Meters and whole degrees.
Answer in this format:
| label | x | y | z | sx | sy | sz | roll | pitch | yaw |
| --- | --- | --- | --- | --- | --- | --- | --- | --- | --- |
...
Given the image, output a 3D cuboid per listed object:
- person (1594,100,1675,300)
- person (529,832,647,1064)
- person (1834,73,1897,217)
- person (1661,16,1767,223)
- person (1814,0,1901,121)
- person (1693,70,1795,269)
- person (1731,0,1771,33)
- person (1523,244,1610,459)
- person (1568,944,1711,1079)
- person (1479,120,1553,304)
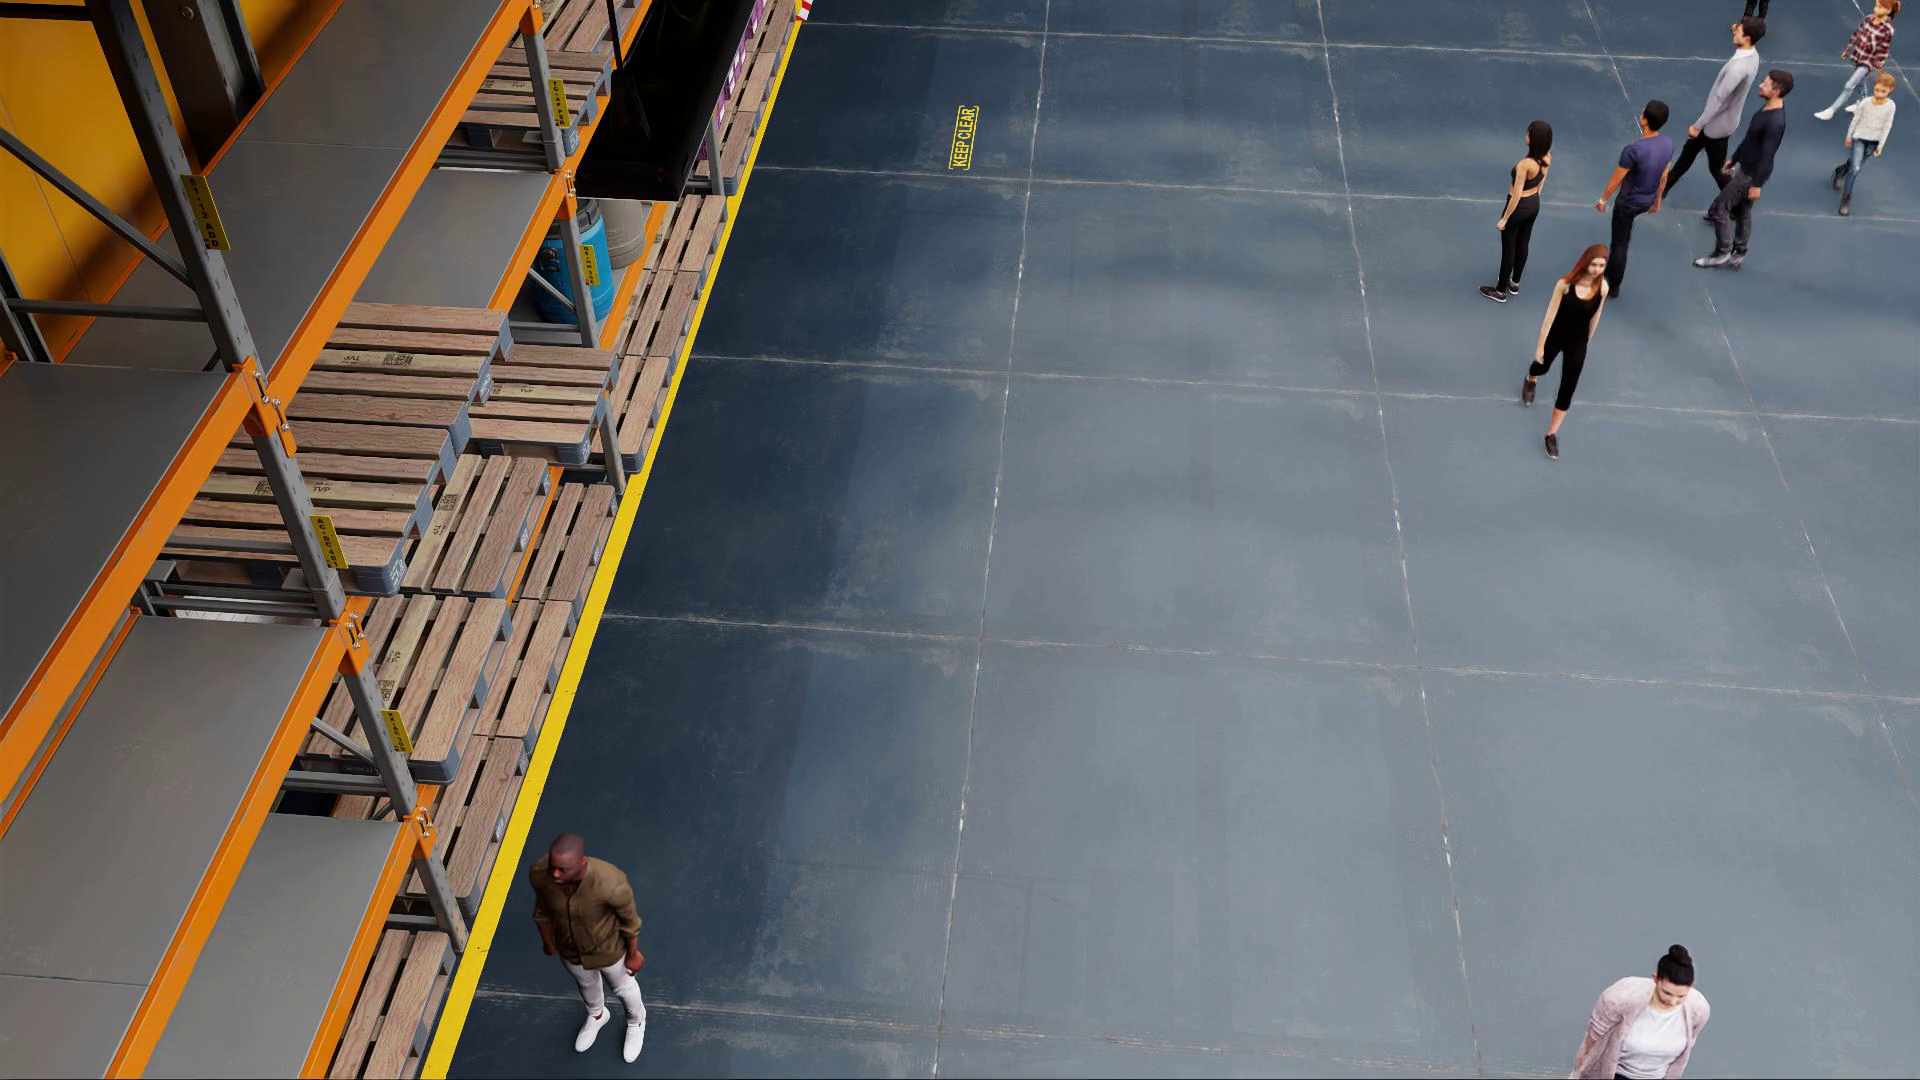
| label | x | y | z | sx | sy | sz | roll | pitch | yaw |
| --- | --- | --- | --- | --- | --- | --- | --- | --- | --- |
| person | 5.672 | -2.783 | 13.877 | 0.806 | 1.780 | 0.825 | -15 | 46 | -16 |
| person | -1.923 | 2.105 | 8.712 | 0.759 | 1.825 | 0.616 | 9 | 44 | 10 |
| person | 8.245 | -3.668 | 15.160 | 0.561 | 1.291 | 0.943 | 9 | 44 | 9 |
| person | 6.820 | -3.664 | 14.730 | 1.107 | 1.878 | 1.298 | 19 | 47 | 19 |
| person | 8.919 | -4.726 | 16.286 | 0.816 | 1.270 | 0.917 | -12 | 45 | -12 |
| person | 6.837 | -3.103 | 14.161 | 0.787 | 1.851 | 0.705 | 17 | 46 | 17 |
| person | 8.504 | -5.916 | 17.567 | 0.523 | 1.226 | 0.511 | -2 | 44 | -2 |
| person | 4.574 | -1.547 | 12.643 | 0.648 | 1.691 | 1.152 | 8 | 44 | 9 |
| person | 3.343 | 2.562 | 8.293 | 0.679 | 1.744 | 0.613 | 5 | 44 | 5 |
| person | 4.709 | -2.755 | 13.947 | 0.635 | 1.642 | 0.676 | -26 | 49 | -25 |
